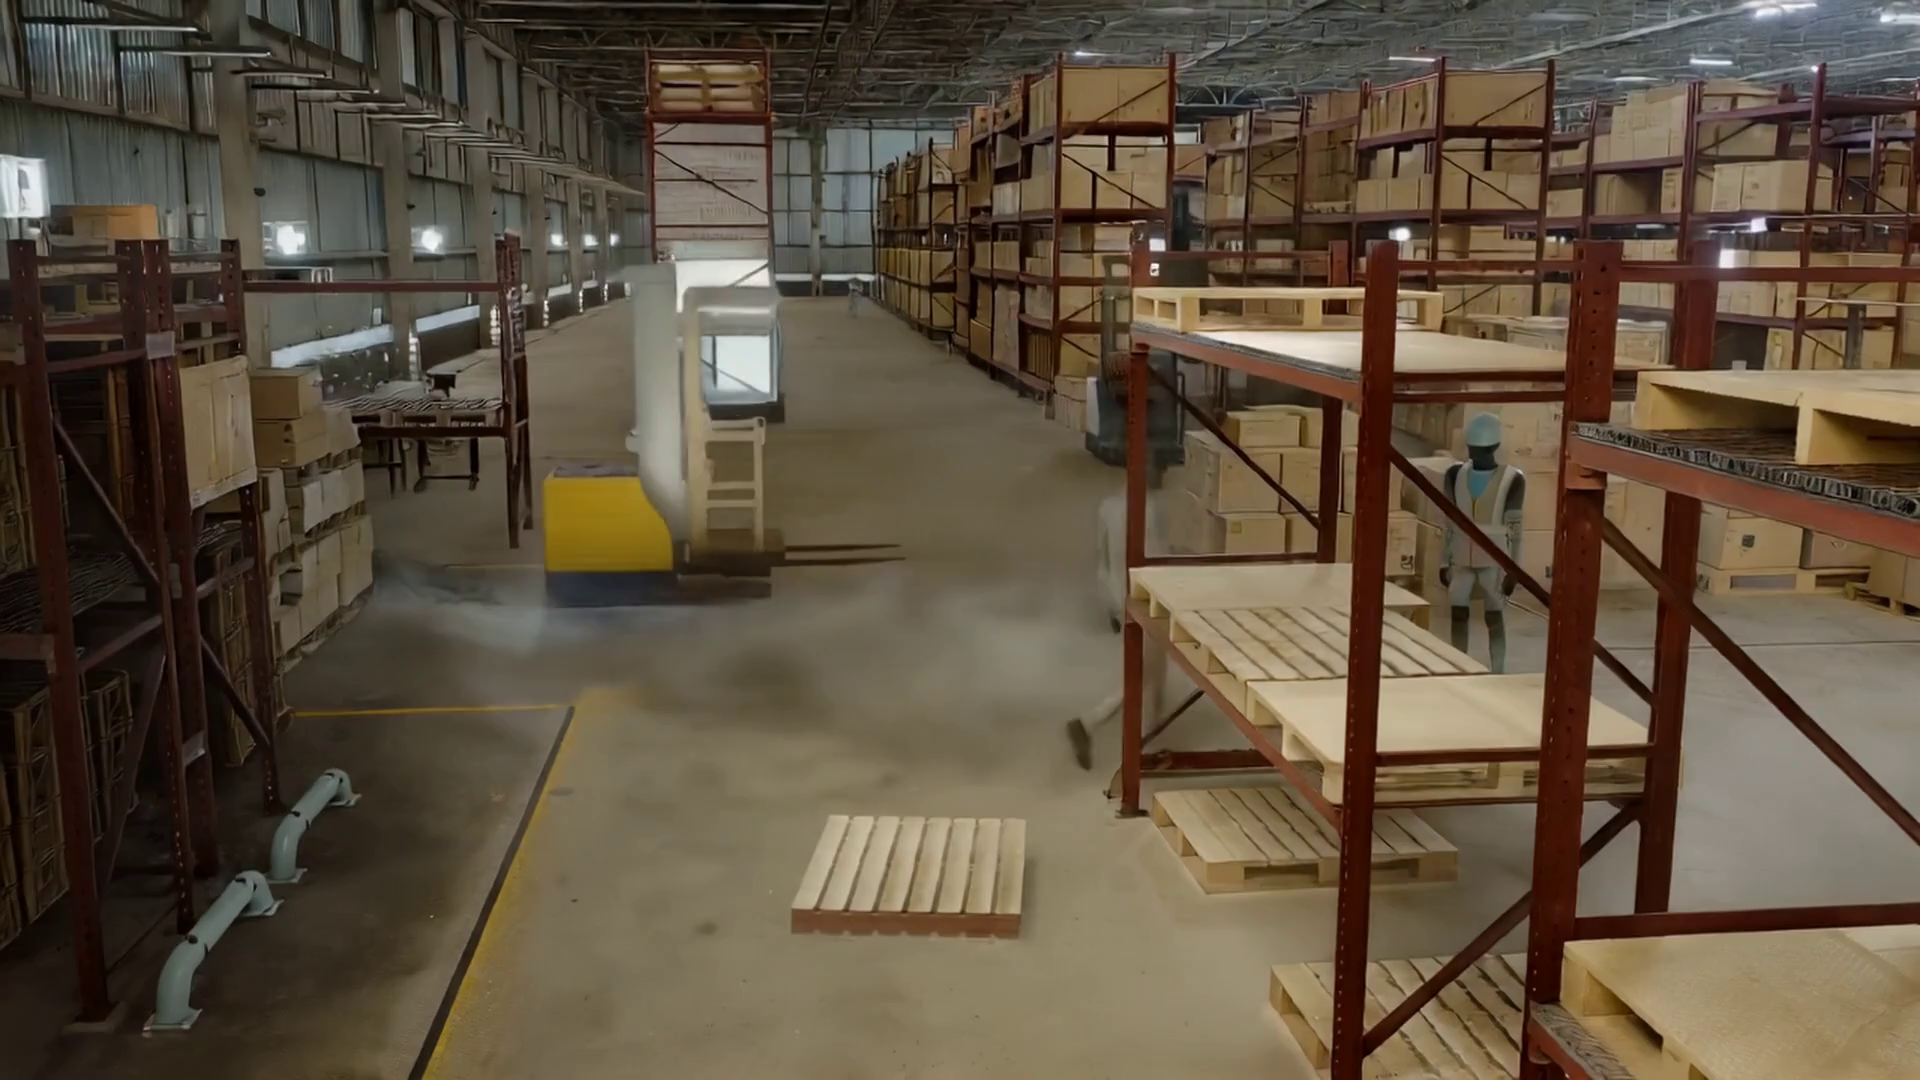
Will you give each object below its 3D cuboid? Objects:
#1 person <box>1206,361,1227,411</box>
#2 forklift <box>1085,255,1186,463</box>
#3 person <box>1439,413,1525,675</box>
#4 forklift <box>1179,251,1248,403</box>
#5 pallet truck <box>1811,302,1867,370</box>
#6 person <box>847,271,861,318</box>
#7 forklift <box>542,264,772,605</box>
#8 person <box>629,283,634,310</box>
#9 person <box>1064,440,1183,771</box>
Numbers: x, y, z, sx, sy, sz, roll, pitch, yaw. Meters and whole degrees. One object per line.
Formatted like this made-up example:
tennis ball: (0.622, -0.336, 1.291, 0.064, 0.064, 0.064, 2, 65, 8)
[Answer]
person: (4.594, -3.123, 29.678, 0.522, 1.638, 0.311, -8, 13, -37)
forklift: (2.429, -2.560, 23.116, 1.129, 2.768, 1.873, -1, 10, -6)
person: (3.383, 0.129, 10.875, 0.542, 1.928, 0.399, 9, 14, 41)
forklift: (4.372, -3.992, 31.052, 1.873, 2.768, 1.129, -1, 10, -6)
pallet truck: (15.846, -3.142, 28.793, 1.885, 1.965, 0.823, 2, 10, 12)
person: (-4.127, -9.605, 65.070, 0.569, 1.829, 0.599, -3, 11, -16)
forklift: (-2.566, -0.934, 14.109, 1.873, 2.768, 1.129, -1, 10, -6)
person: (-14.176, -10.942, 72.713, 0.563, 1.742, 0.338, -2, 10, -12)
person: (0.956, 0.393, 9.424, 0.704, 1.923, 0.643, -3, 11, -14)
